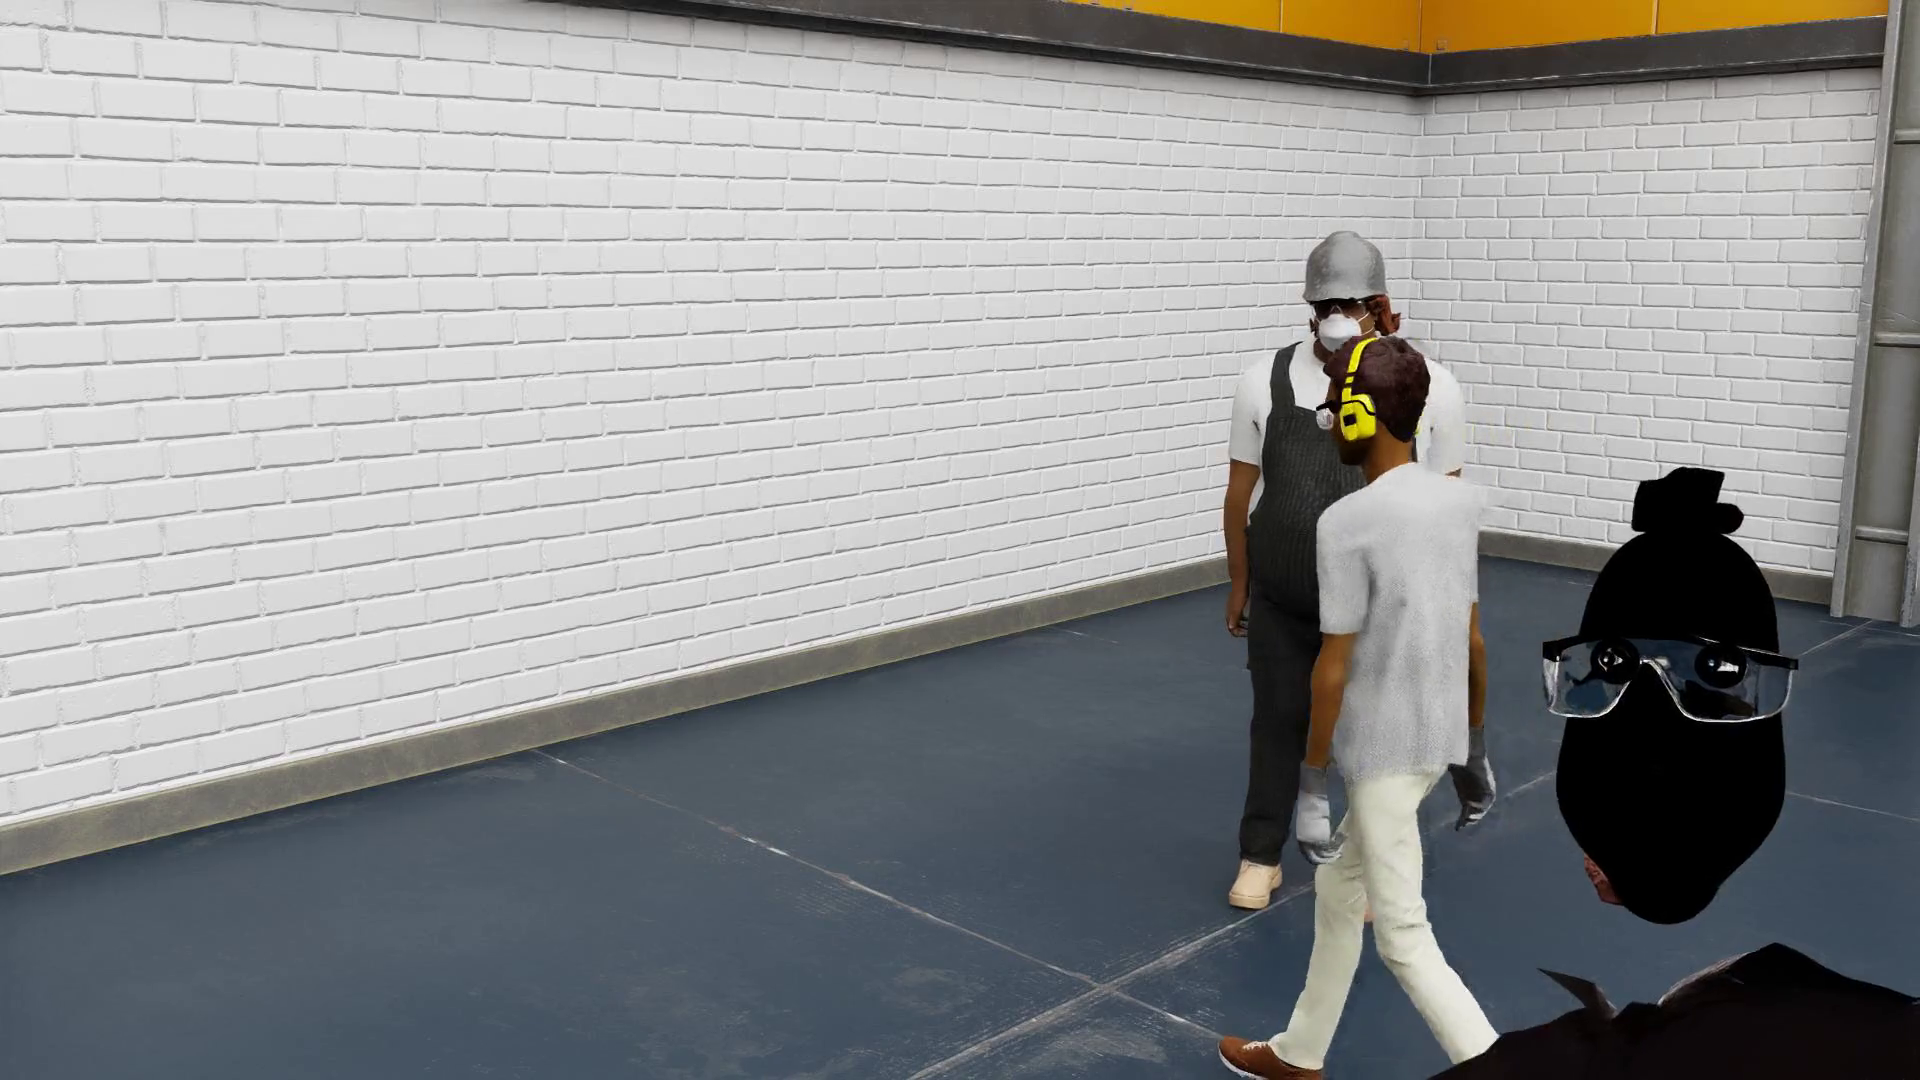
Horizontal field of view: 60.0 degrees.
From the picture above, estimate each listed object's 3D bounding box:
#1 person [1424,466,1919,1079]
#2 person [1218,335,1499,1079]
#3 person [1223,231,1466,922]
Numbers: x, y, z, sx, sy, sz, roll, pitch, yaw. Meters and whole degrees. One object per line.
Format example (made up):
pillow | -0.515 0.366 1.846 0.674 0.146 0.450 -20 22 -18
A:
person | 0.434 0.889 1.066 0.652 1.906 0.403 -2 11 -11
person | 0.969 0.473 3.573 0.546 1.824 0.940 -9 14 -42
person | 1.102 0.122 4.881 0.688 2.000 0.536 3 11 17
